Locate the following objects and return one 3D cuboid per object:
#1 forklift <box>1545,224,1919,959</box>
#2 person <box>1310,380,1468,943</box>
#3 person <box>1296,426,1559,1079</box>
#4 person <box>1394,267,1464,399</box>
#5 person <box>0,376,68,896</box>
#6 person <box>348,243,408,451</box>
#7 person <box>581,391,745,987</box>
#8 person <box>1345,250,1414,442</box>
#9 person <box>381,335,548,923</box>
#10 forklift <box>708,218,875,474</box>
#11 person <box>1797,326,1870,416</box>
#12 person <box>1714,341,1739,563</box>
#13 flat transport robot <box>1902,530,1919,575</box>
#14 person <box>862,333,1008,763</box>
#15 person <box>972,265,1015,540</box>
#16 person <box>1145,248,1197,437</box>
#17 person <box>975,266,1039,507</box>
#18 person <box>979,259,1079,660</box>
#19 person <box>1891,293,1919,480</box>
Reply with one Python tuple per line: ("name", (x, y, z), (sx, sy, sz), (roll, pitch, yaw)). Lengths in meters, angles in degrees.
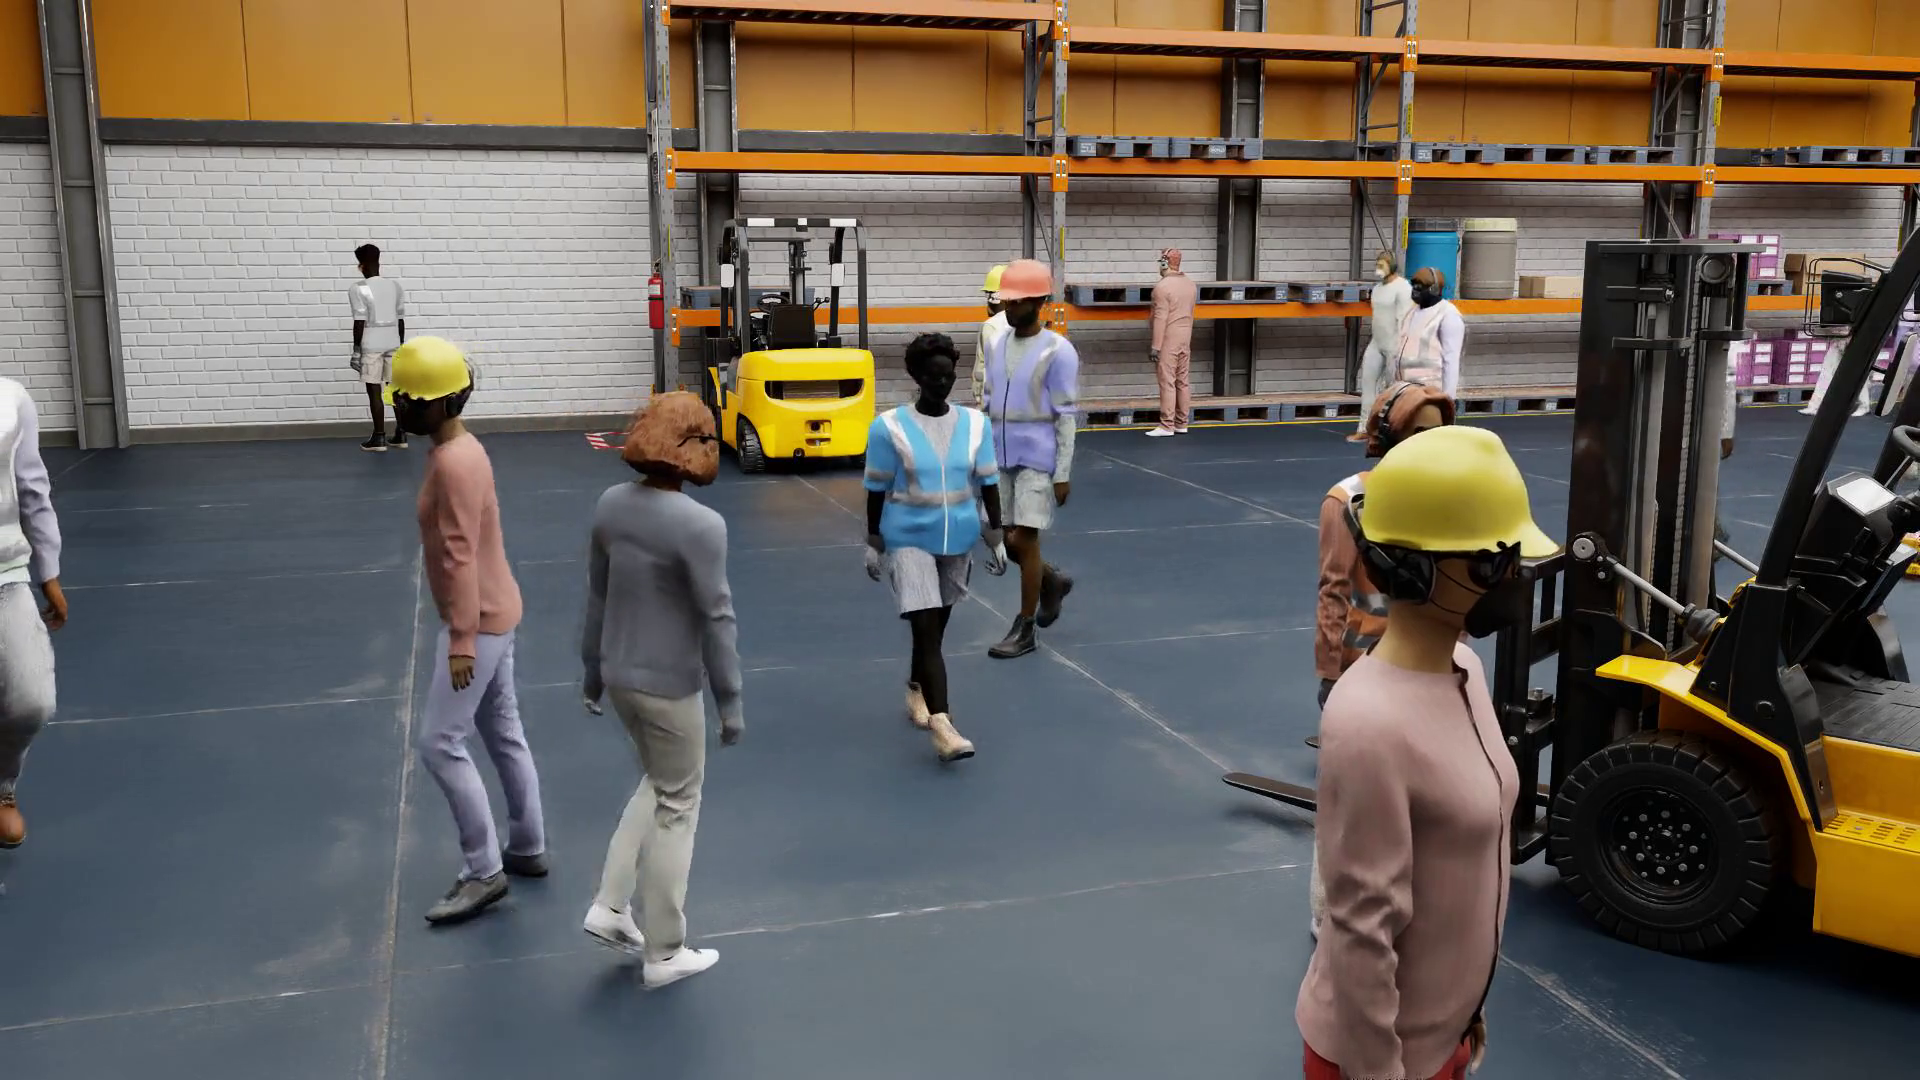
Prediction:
("forklift", (2.909, 0.117, 4.508), (2.313, 2.155, 1.214), (9, 14, 40))
("person", (1.204, 0.371, 4.665), (0.518, 1.633, 0.310), (-5, 12, -26))
("person", (0.653, 0.721, 2.412), (0.334, 1.774, 0.532), (6, 12, 28))
("person", (3.520, -1.133, 12.431), (0.879, 1.812, 0.634), (-3, 11, -15))
("person", (-3.087, 0.142, 5.090), (0.483, 1.931, 0.641), (10, 14, 42))
("person", (-5.552, -1.831, 15.832), (0.392, 1.957, 0.614), (6, 12, 31))
("person", (-0.815, 0.405, 4.527), (0.542, 1.613, 0.358), (9, 13, 39))
("person", (4.304, -1.911, 16.441), (0.932, 1.900, 0.629), (-4, 11, -22))
("person", (-1.475, 0.262, 4.993), (0.501, 1.743, 0.630), (-3, 11, -17))
("forklift", (-1.522, -1.778, 14.899), (1.214, 2.155, 2.313), (-3, 11, -17))
("person", (9.941, -2.173, 18.704), (0.851, 1.594, 0.524), (-3, 11, -14))
("person", (4.425, -0.731, 10.019), (0.908, 1.901, 0.573), (-6, 12, -31))
("flat transport robot", (6.131, 0.030, 10.258), (1.431, 0.197, 0.652), (-8, 13, -35))
("person", (-0.084, 0.014, 6.550), (0.551, 1.644, 0.861), (-4, 11, -23))
("person", (0.286, -0.912, 11.141), (0.404, 1.830, 0.602), (6, 12, 31))
("person", (2.122, -2.001, 16.908), (0.404, 1.911, 0.636), (9, 14, 40))
("person", (0.269, -1.138, 12.469), (0.752, 1.801, 0.609), (-5, 11, -24))
("person", (0.352, -0.400, 8.094), (0.566, 1.922, 0.600), (10, 14, 44))
("person", (7.990, -1.442, 13.623), (0.672, 1.984, 0.879), (5, 12, 27))
